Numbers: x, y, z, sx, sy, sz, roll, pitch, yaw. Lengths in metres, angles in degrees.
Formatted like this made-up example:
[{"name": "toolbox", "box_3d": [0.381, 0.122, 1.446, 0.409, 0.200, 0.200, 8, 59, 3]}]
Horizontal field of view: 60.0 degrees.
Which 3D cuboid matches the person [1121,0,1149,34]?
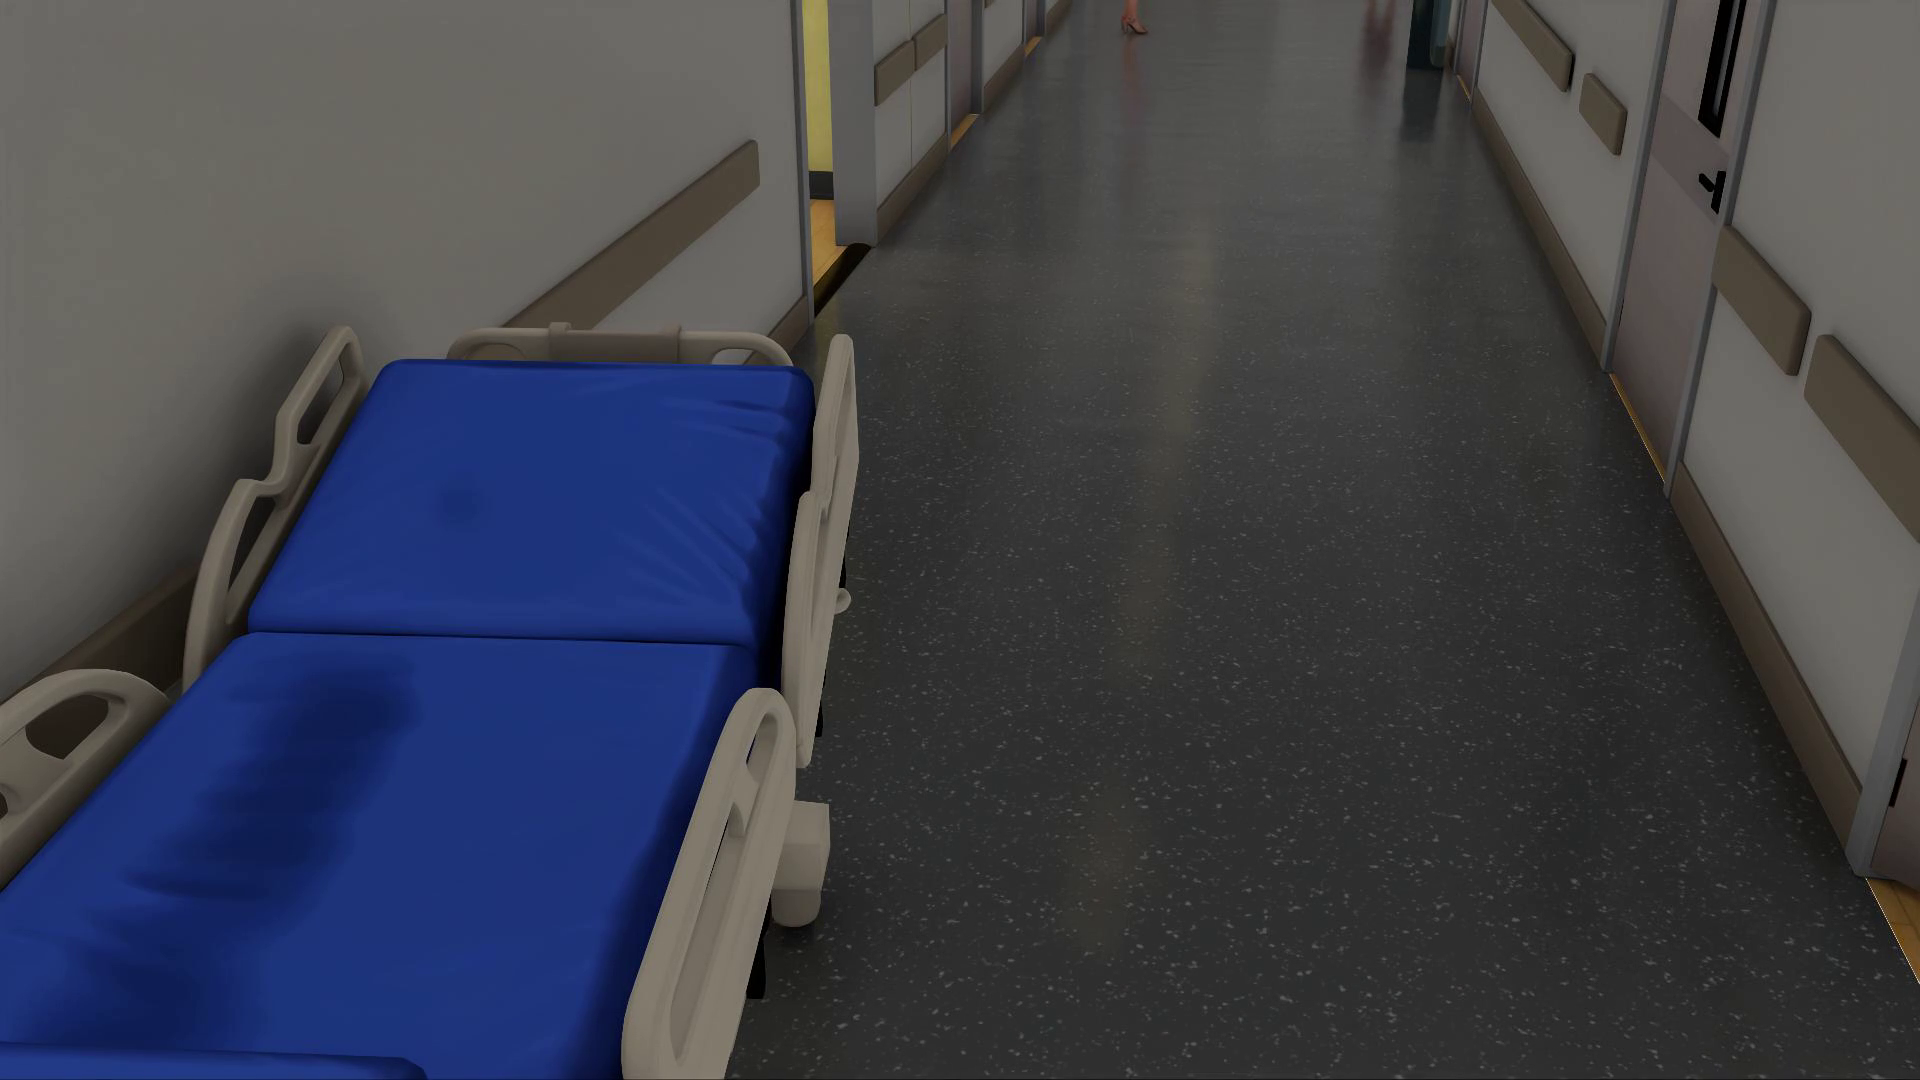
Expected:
[{"name": "person", "box_3d": [1.602, -5.452, 14.828, 0.711, 1.771, 0.721, -2, 26, -3]}]
